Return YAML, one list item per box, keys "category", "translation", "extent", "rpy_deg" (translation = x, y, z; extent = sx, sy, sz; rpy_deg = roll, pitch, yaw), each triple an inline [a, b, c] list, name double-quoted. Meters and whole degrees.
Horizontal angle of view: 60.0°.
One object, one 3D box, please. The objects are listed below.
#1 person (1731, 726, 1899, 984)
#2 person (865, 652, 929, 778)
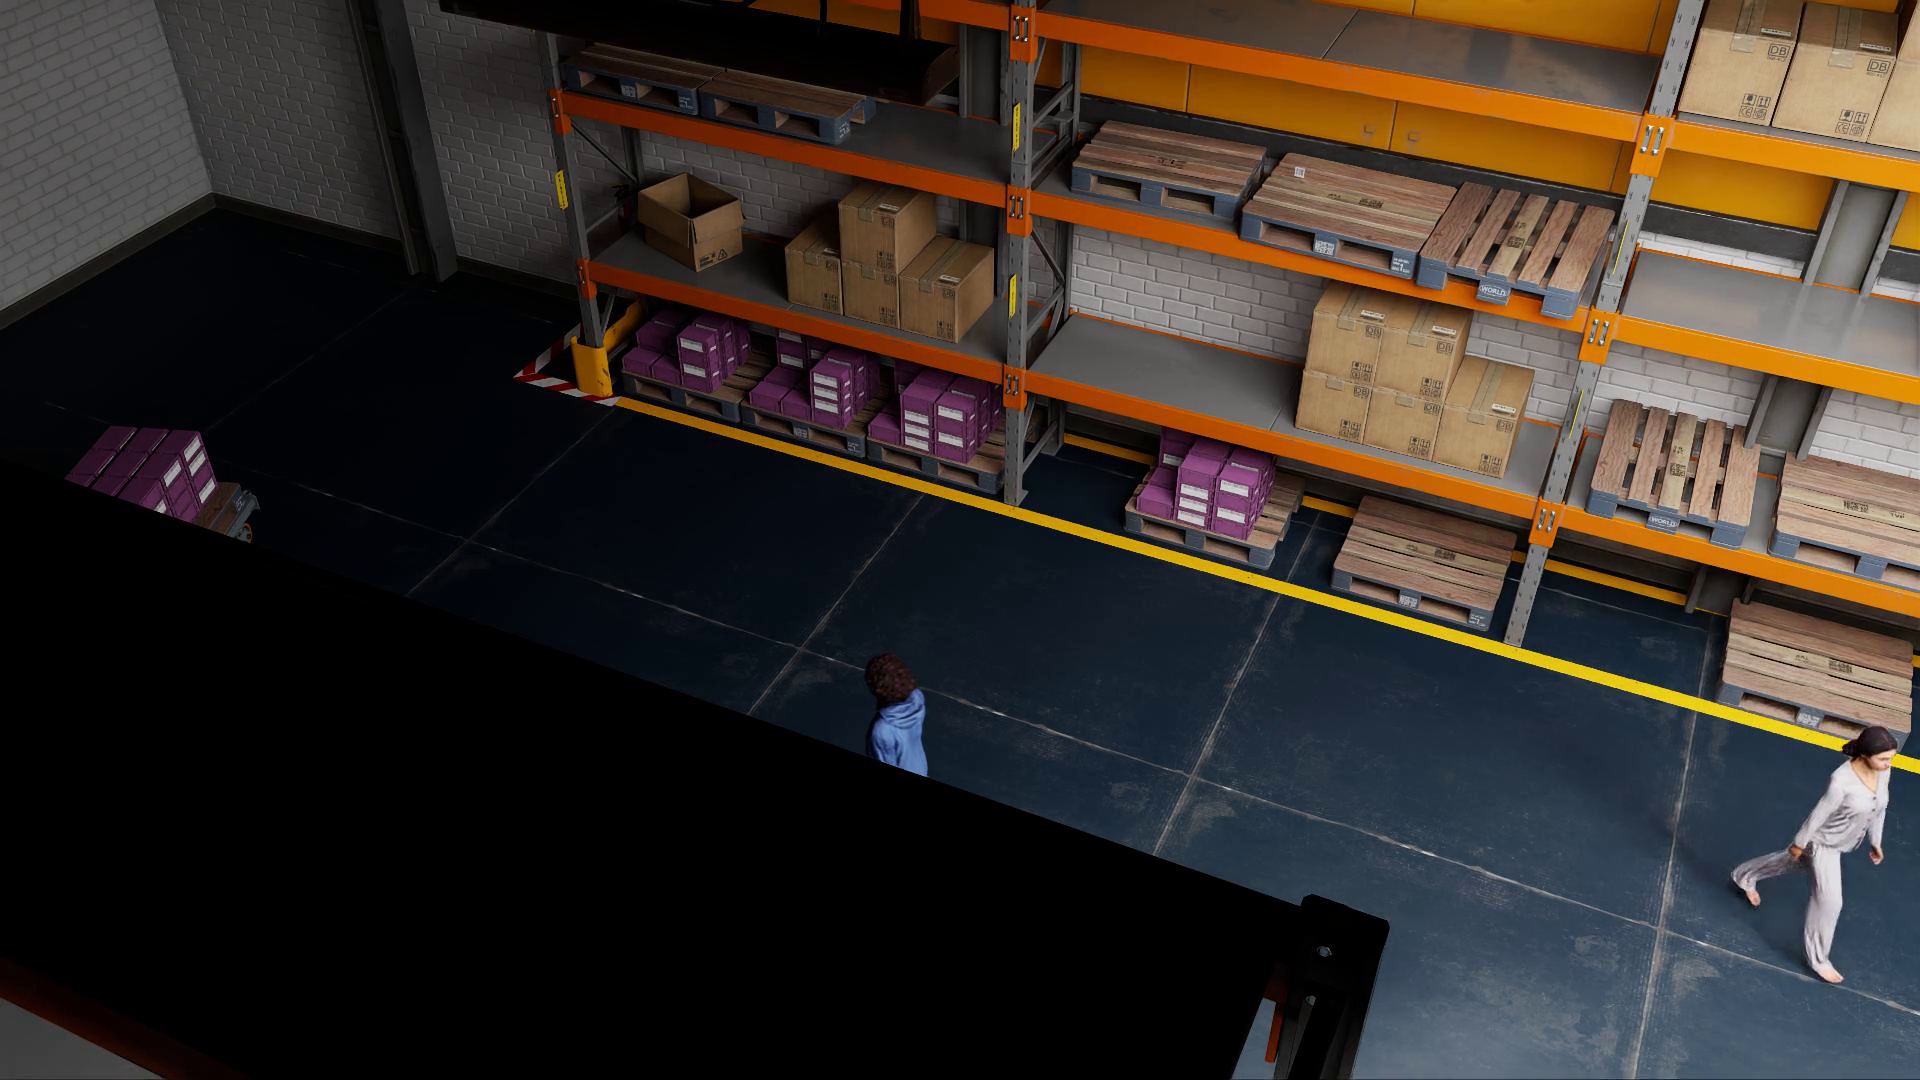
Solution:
- category: "person"
  translation: [4.971, 1.668, 9.649]
  extent: [0.992, 1.731, 1.163]
  rpy_deg: [-19, 43, -23]
- category: "person"
  translation: [-0.366, 1.392, 9.935]
  extent: [0.551, 1.805, 0.678]
  rpy_deg: [18, 42, 21]
